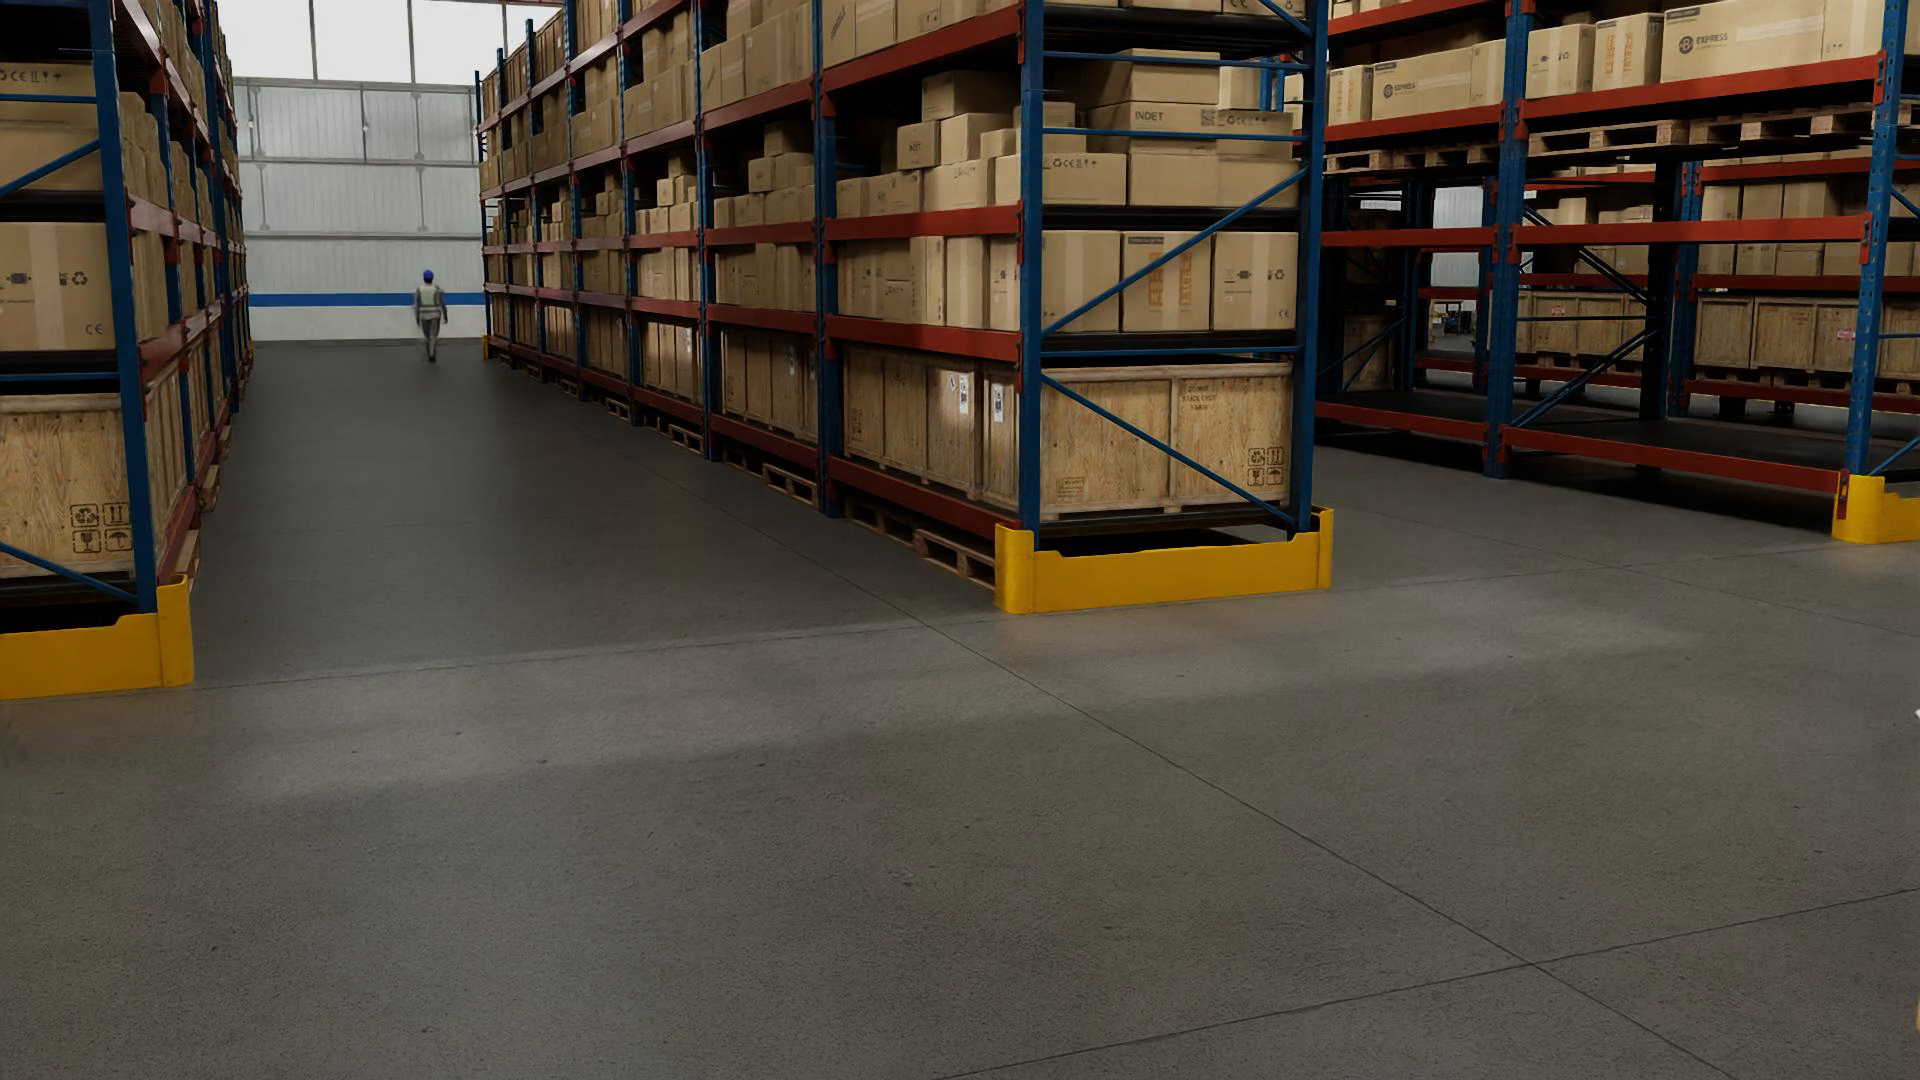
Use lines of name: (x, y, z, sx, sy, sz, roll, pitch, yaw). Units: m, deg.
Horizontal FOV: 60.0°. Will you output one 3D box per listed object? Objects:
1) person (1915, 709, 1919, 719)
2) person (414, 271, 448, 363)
person: (4.612, -0.094, 7.386, 0.637, 1.899, 0.396, 0, 9, -1)
person: (-11.038, -4.664, 34.750, 0.612, 1.893, 1.008, 0, 9, -1)
